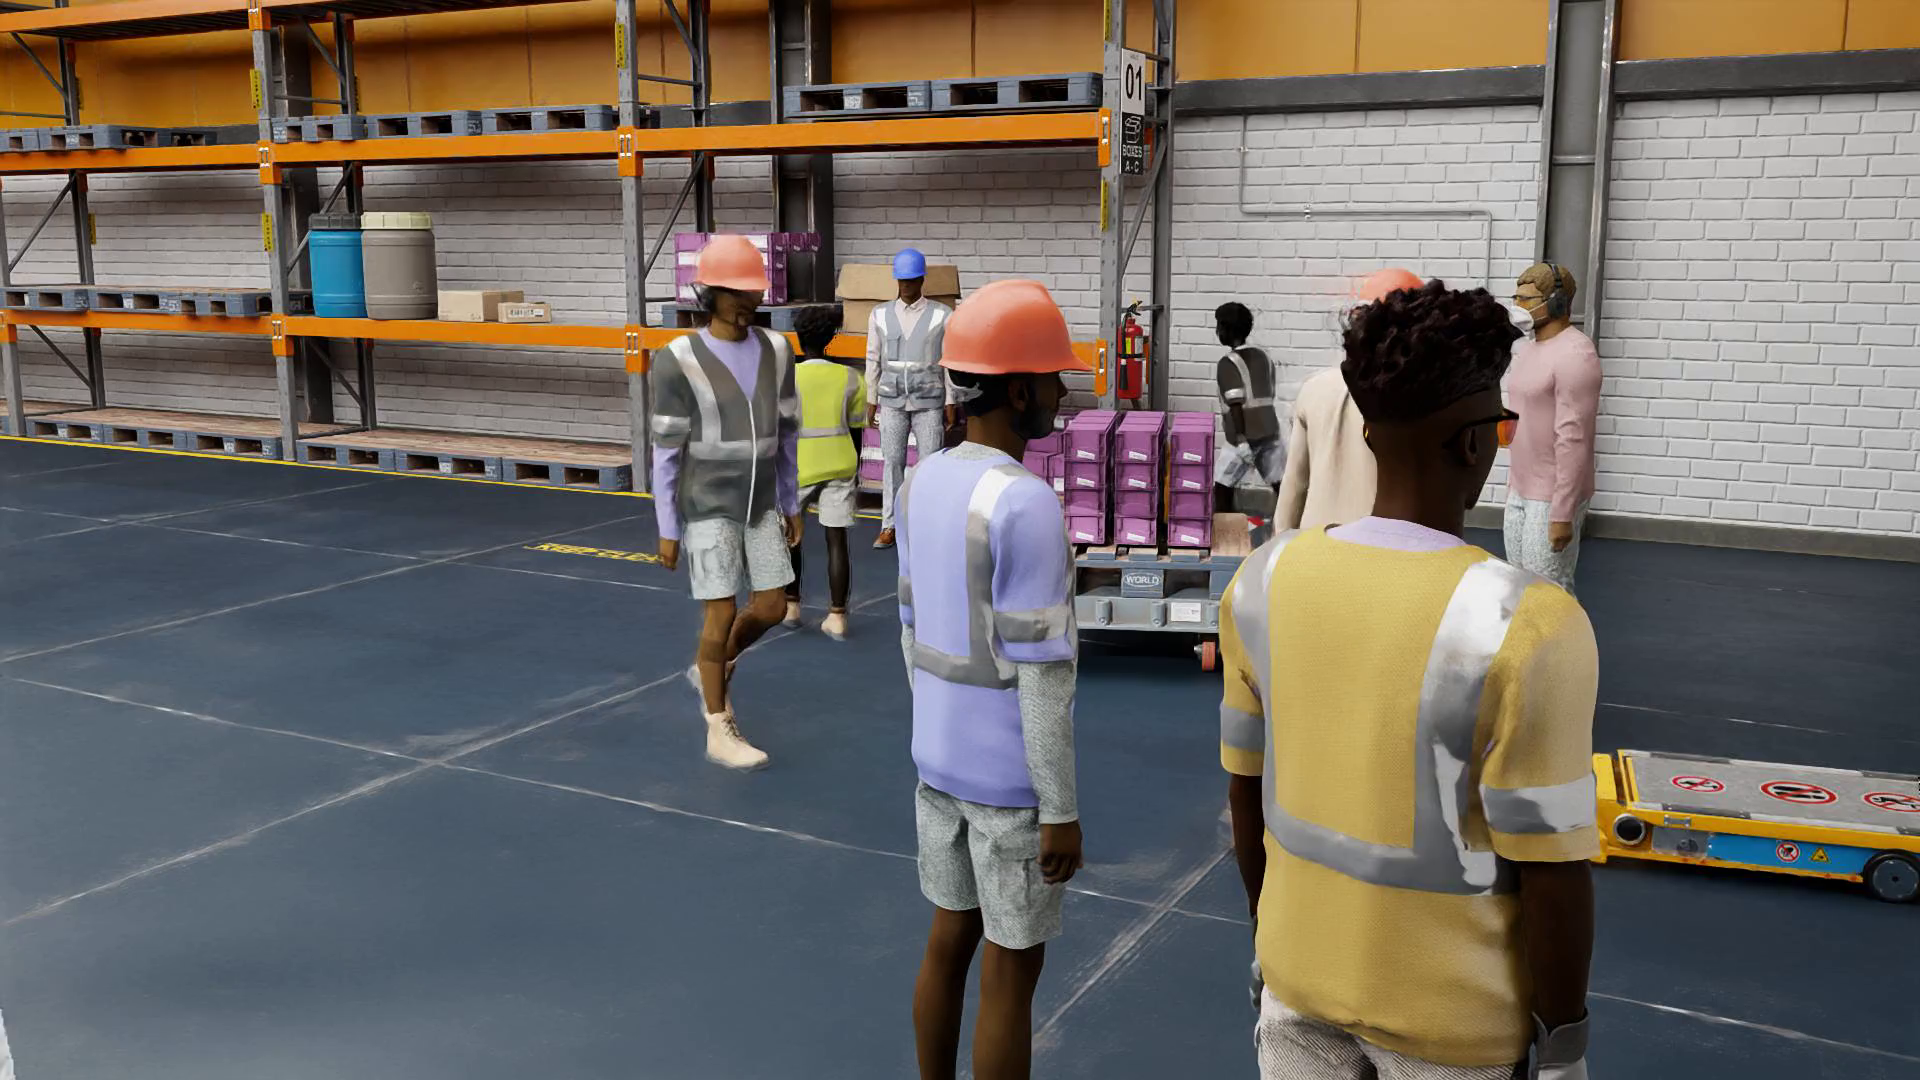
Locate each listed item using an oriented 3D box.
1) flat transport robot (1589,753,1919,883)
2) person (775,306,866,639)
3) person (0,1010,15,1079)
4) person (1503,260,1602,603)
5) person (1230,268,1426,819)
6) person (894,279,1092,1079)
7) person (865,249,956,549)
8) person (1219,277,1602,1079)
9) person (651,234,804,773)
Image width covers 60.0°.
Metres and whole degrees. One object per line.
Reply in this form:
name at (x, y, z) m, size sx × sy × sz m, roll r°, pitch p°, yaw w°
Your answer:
flat transport robot at (2.641, 0.910, 5.437) m, size 1.431 × 0.197 × 0.652 m, roll 3°, pitch 11°, yaw 18°
person at (-0.761, -0.354, 8.515) m, size 0.547 × 1.670 × 0.696 m, roll -4°, pitch 11°, yaw -23°
person at (-2.313, 0.515, 3.296) m, size 0.952 × 1.849 × 0.573 m, roll -6°, pitch 12°, yaw -29°
person at (2.377, -0.161, 6.769) m, size 0.366 × 1.932 × 0.629 m, roll 0°, pitch 10°, yaw 1°
person at (1.301, 0.051, 5.652) m, size 1.050 × 1.933 × 0.625 m, roll -6°, pitch 12°, yaw -30°
person at (0.086, 0.449, 3.392) m, size 0.362 × 1.939 × 0.542 m, roll -6°, pitch 12°, yaw -29°
person at (-0.316, -0.897, 10.747) m, size 0.618 × 1.944 × 0.400 m, roll 2°, pitch 11°, yaw 12°
person at (0.634, 0.619, 2.379) m, size 0.367 × 1.967 × 0.606 m, roll -8°, pitch 13°, yaw -37°
person at (-0.894, -0.137, 6.342) m, size 0.648 × 2.033 × 0.615 m, roll -10°, pitch 14°, yaw -42°
